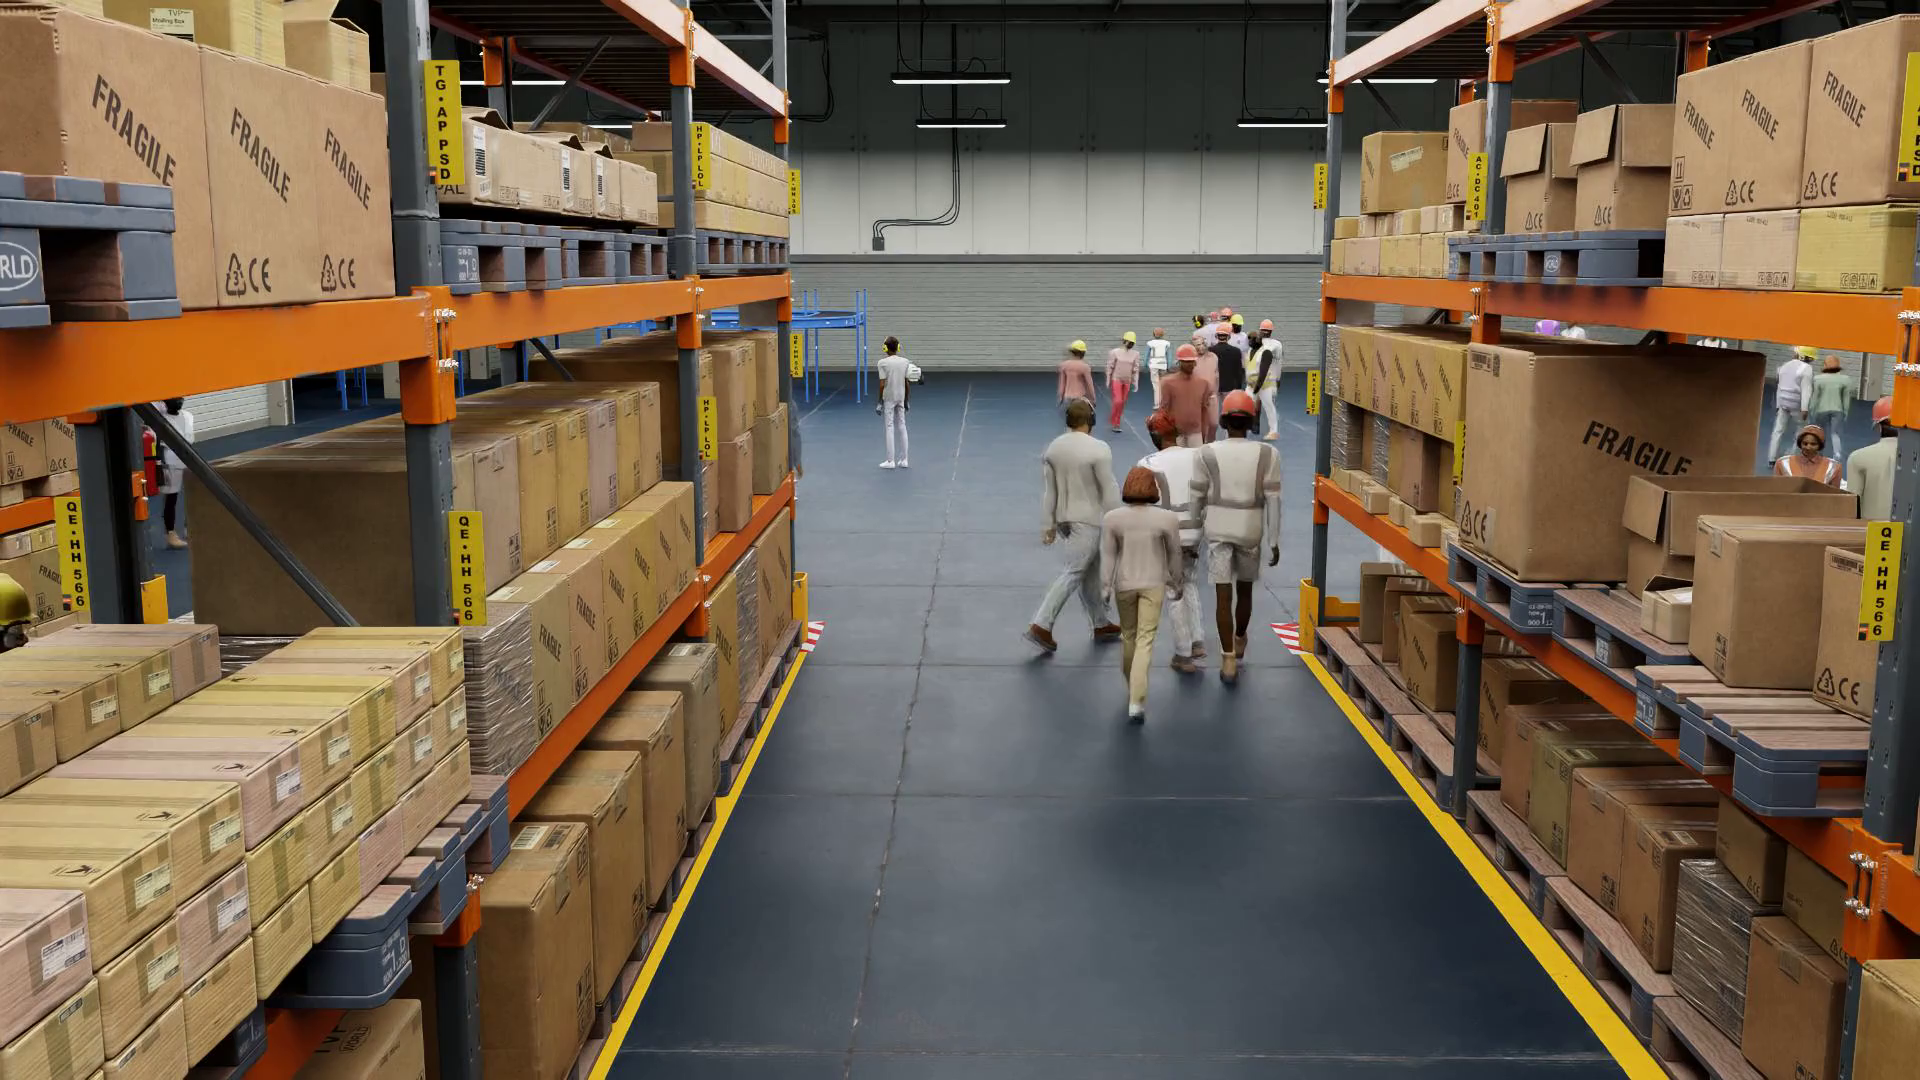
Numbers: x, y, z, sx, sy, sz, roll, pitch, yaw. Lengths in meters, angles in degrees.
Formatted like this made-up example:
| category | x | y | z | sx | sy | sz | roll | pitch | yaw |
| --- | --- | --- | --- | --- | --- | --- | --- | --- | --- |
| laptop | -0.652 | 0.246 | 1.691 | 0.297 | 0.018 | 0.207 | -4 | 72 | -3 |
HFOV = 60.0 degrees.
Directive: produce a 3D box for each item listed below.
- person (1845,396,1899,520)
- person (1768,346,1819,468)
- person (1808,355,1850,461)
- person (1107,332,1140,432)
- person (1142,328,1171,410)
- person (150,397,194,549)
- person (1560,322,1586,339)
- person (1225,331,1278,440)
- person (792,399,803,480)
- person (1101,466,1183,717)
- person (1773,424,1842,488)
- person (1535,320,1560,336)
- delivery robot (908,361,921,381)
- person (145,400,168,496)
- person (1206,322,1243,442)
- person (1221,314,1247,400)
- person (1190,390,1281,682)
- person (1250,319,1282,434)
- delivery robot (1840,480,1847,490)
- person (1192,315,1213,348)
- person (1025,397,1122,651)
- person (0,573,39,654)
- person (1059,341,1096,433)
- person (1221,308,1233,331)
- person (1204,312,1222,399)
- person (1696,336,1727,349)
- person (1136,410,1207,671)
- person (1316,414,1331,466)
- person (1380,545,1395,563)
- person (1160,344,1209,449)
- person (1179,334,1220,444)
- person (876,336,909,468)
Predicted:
| category | x | y | z | sx | sy | sz | roll | pitch | yaw |
| --- | --- | --- | --- | --- | --- | --- | --- | --- | --- |
| person | 6.719 | -0.061 | 12.037 | 0.611 | 1.951 | 1.020 | 5 | 11 | 26 |
| person | 11.771 | -1.888 | 23.418 | 0.628 | 1.776 | 0.656 | -3 | 10 | -17 |
| person | 12.252 | -1.801 | 23.422 | 0.531 | 1.611 | 0.627 | 2 | 10 | 11 |
| person | 2.794 | -2.693 | 28.417 | 0.532 | 1.720 | 0.554 | -3 | 10 | -19 |
| person | 3.882 | -3.403 | 33.005 | 0.531 | 1.605 | 0.777 | -2 | 10 | -14 |
| person | -7.909 | -0.746 | 16.889 | 0.503 | 1.677 | 0.548 | 4 | 10 | 21 |
| person | 12.180 | -3.589 | 33.156 | 0.450 | 1.933 | 0.643 | -5 | 11 | -25 |
| person | 4.820 | -2.509 | 27.142 | 0.987 | 1.783 | 0.638 | -5 | 11 | -28 |
| person | -1.897 | -0.765 | 16.358 | 0.628 | 1.904 | 0.991 | -4 | 10 | -21 |
| person | 1.174 | 0.316 | 10.802 | 0.505 | 1.587 | 0.848 | 3 | 10 | 19 |
| person | 6.645 | -0.095 | 13.118 | 0.514 | 1.640 | 0.310 | 4 | 10 | 22 |
| person | 13.301 | -4.347 | 37.721 | 0.542 | 1.928 | 0.374 | 3 | 10 | 17 |
| delivery robot | -1.193 | -4.040 | 39.834 | 0.477 | 0.478 | 0.707 | -3 | 10 | -20 |
| person | -10.145 | -1.523 | 20.825 | 0.392 | 1.922 | 0.593 | 4 | 10 | 25 |
| person | 3.983 | -2.301 | 25.268 | 0.611 | 1.995 | 0.381 | 2 | 10 | 14 |
| person | 5.268 | -3.423 | 32.233 | 0.588 | 1.912 | 0.634 | -5 | 11 | -26 |
| person | 1.931 | -0.061 | 11.817 | 0.635 | 2.000 | 0.983 | 1 | 10 | 4 |
| person | 5.191 | -2.780 | 28.304 | 0.545 | 1.938 | 0.362 | 1 | 10 | 5 |
| delivery robot | 9.860 | -0.529 | 18.802 | 0.477 | 0.478 | 0.707 | 7 | 12 | 35 |
| person | 4.957 | -3.680 | 33.994 | 0.587 | 1.838 | 0.400 | -6 | 11 | -34 |
| person | 0.865 | -0.131 | 12.573 | 0.993 | 1.904 | 0.640 | -6 | 11 | -32 |
| person | -3.333 | 1.024 | 5.841 | 0.600 | 1.827 | 0.404 | 0 | 9 | 2 |
| person | 1.813 | -2.132 | 25.038 | 0.554 | 1.719 | 0.880 | 9 | 13 | 44 |
| person | 5.756 | -4.061 | 36.014 | 0.581 | 1.924 | 0.445 | 7 | 11 | 34 |
| person | 5.420 | -3.877 | 35.101 | 0.718 | 1.859 | 0.850 | 0 | 9 | 3 |
| person | 13.326 | -2.936 | 29.574 | 0.507 | 1.832 | 0.396 | 5 | 11 | 26 |
| person | 1.550 | 0.000 | 11.893 | 0.661 | 1.855 | 0.492 | -4 | 10 | -20 |
| person | 5.247 | -1.877 | 23.080 | 0.672 | 1.868 | 0.818 | -4 | 10 | -22 |
| person | 4.088 | -0.489 | 14.951 | 0.866 | 1.804 | 0.637 | -9 | 13 | -42 |
| person | 2.567 | -1.256 | 19.037 | 0.624 | 1.976 | 0.467 | -2 | 10 | -10 |
| person | 3.490 | -2.070 | 24.266 | 0.666 | 1.868 | 0.470 | -3 | 10 | -18 |
| person | -0.955 | -1.952 | 23.569 | 0.517 | 1.864 | 0.335 | -6 | 11 | -31 |
